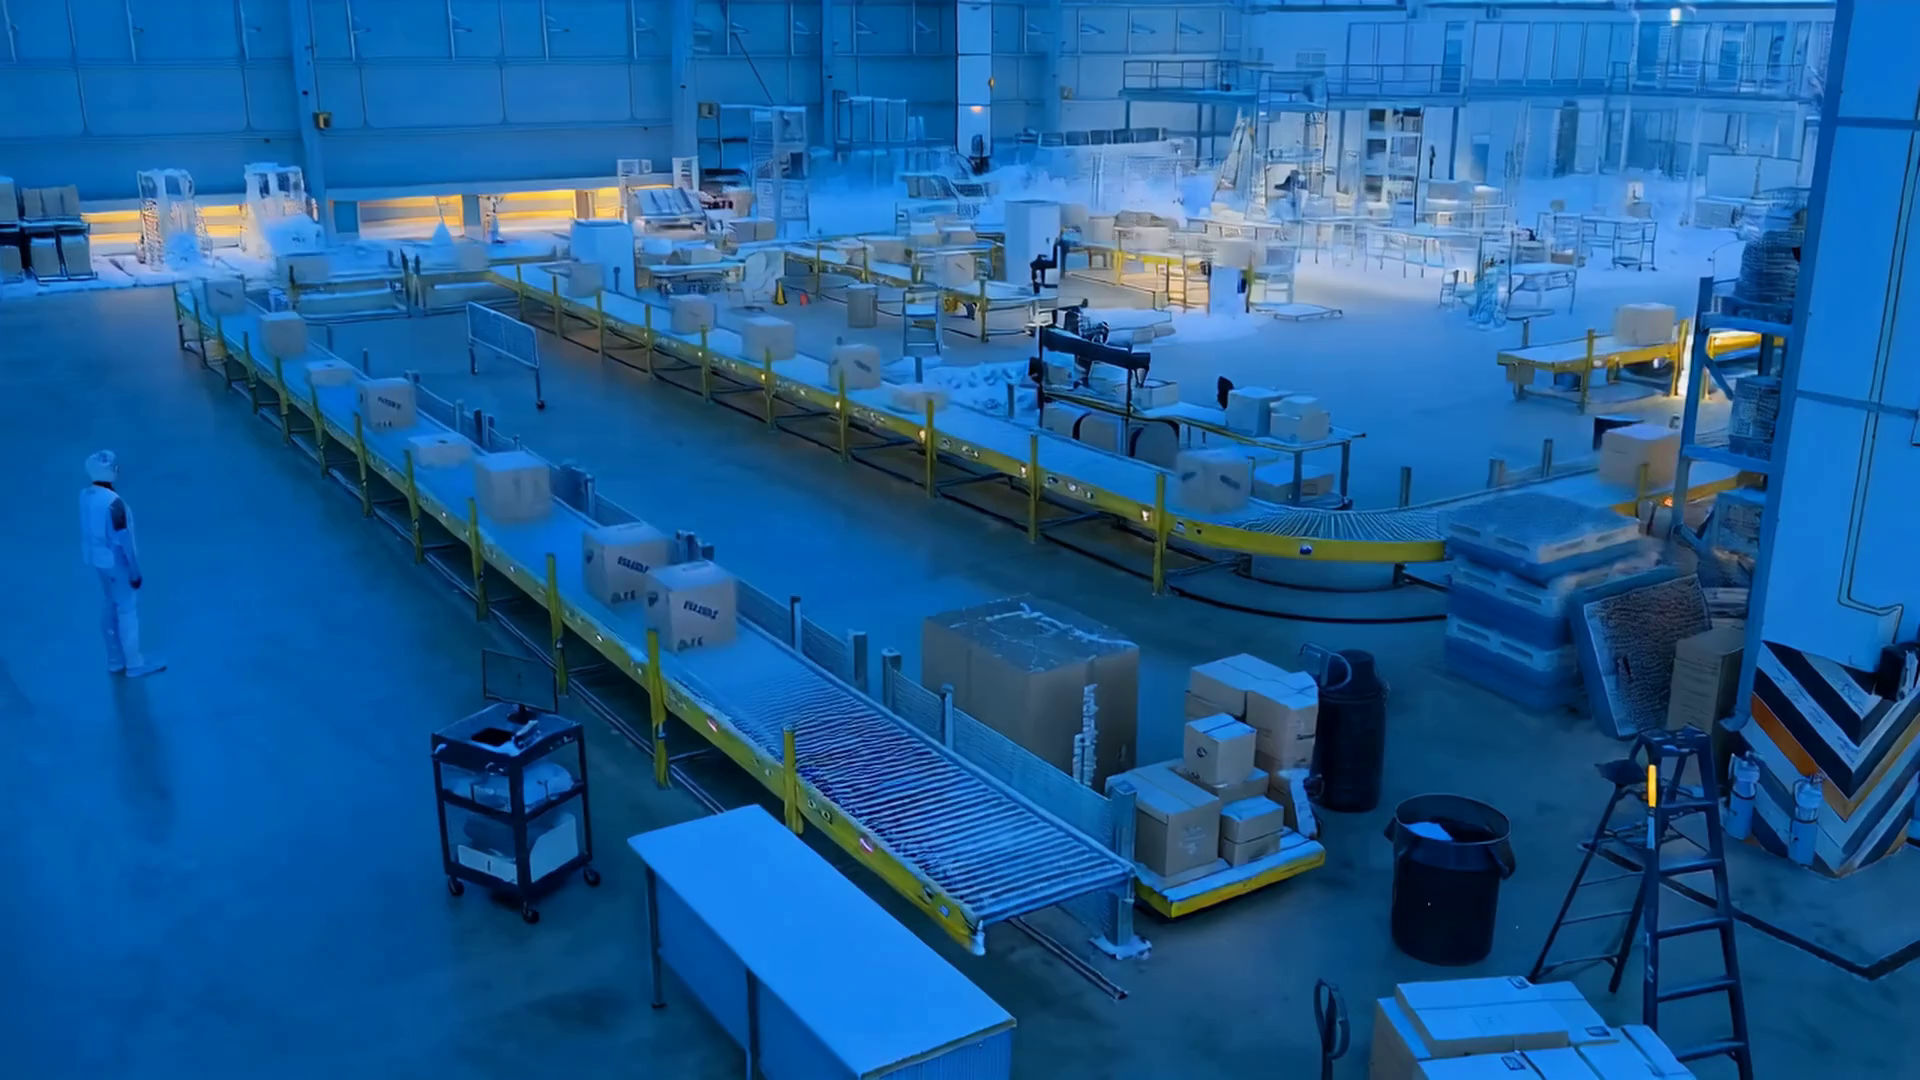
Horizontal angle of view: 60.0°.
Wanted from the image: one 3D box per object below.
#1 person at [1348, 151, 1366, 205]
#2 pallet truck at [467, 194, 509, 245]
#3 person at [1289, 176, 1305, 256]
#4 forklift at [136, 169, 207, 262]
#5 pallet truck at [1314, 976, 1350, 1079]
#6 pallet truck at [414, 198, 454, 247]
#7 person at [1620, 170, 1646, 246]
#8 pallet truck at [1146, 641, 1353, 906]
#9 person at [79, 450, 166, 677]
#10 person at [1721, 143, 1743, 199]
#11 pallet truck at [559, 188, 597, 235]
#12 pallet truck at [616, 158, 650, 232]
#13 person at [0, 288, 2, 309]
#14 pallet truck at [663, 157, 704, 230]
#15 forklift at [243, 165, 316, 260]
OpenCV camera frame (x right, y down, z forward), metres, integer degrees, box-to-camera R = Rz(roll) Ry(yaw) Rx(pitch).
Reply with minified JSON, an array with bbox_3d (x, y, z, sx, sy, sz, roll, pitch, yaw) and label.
[{"bbox_3d":[12.126,-11.062,50.996,0.436,1.722,0.661,-5,18,-17],"label":"person"},{"bbox_3d":[-11.983,-8.177,42.137,0.704,1.261,1.522,-11,20,-33],"label":"pallet truck"},{"bbox_3d":[8.051,-7.719,39.623,0.326,1.871,0.520,-4,17,-12],"label":"person"},{"bbox_3d":[-17.842,-7.318,37.559,1.157,1.987,2.680,-10,20,-31],"label":"forklift"},{"bbox_3d":[2.299,2.390,7.086,1.601,1.201,0.680,-2,17,-7],"label":"pallet truck"},{"bbox_3d":[-13.250,-8.060,41.856,0.680,1.201,1.601,-10,20,-31],"label":"pallet truck"},{"bbox_3d":[16.818,-8.225,41.325,0.596,1.851,0.792,-10,19,-29],"label":"person"},{"bbox_3d":[1.664,1.407,10.232,1.630,1.274,0.653,-10,20,-31],"label":"pallet truck"},{"bbox_3d":[-6.776,0.196,13.321,0.564,1.848,0.390,11,20,34],"label":"person"},{"bbox_3d":[24.036,-11.400,51.793,0.584,1.917,0.385,1,17,3],"label":"person"},{"bbox_3d":[-10.010,-8.652,43.699,0.653,1.274,1.630,-10,20,-31],"label":"pallet truck"},{"bbox_3d":[-8.918,-9.176,44.255,0.823,1.965,1.885,-9,19,-27],"label":"pallet truck"},{"bbox_3d":[-15.678,-3.861,26.612,0.616,1.973,0.614,-8,18,-24],"label":"person"},{"bbox_3d":[-7.586,-9.308,44.692,0.823,1.965,1.885,-11,20,-33],"label":"pallet truck"},{"bbox_3d":[-15.898,-7.669,38.708,1.157,1.987,2.680,-11,20,-33],"label":"forklift"}]
